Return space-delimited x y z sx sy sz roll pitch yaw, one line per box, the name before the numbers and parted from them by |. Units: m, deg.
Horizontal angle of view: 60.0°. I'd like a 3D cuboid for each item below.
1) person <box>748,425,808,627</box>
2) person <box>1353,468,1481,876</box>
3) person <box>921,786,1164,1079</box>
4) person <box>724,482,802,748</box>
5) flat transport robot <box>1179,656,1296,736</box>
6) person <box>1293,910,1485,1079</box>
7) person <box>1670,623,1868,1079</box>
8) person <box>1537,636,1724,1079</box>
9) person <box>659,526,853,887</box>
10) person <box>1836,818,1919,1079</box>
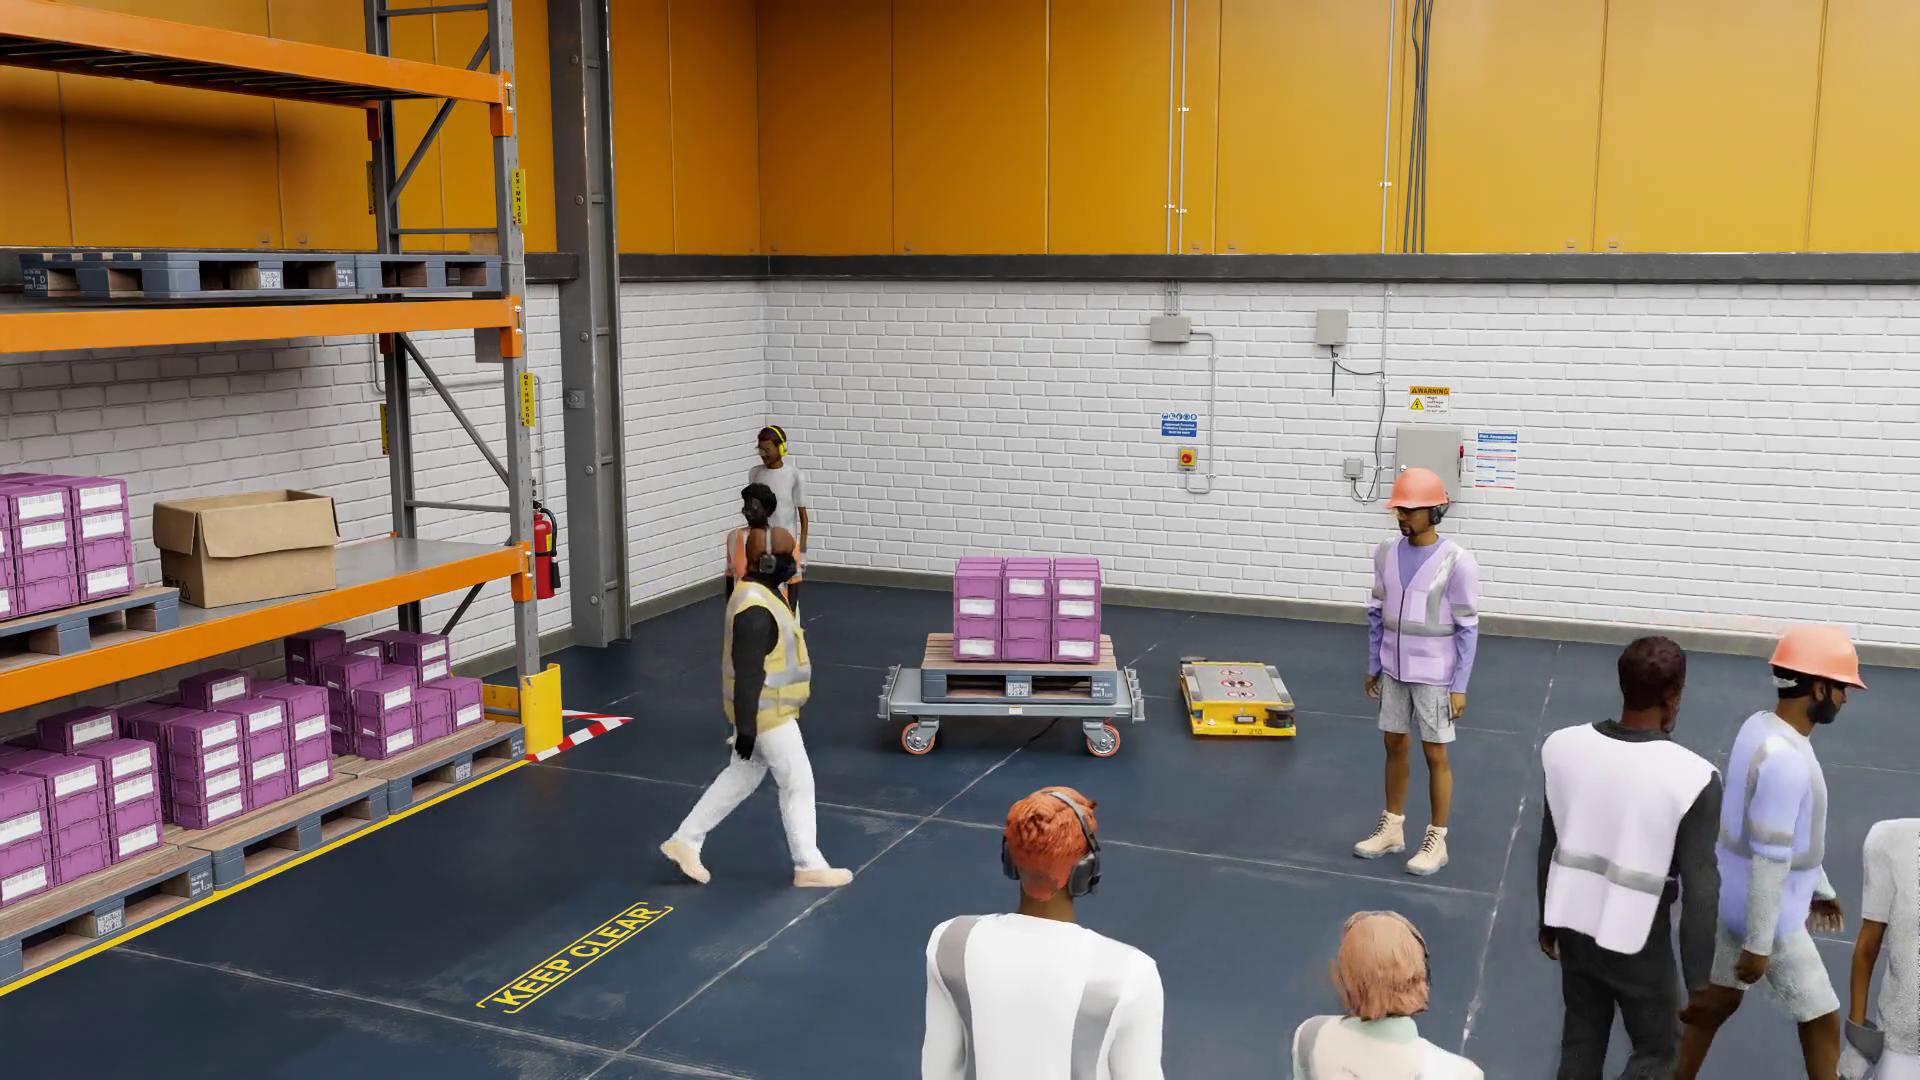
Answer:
person | -1.371 0.073 12.380 0.520 1.865 0.333 4 10 24
person | 2.272 0.653 8.319 0.396 2.042 0.610 -7 12 -36
person | 0.193 1.482 3.785 0.574 1.882 0.358 4 10 25
person | -1.243 0.481 10.405 0.532 1.697 0.322 4 10 24
flat transport robot | 1.861 1.047 11.287 0.652 0.197 1.431 1 10 4
person | 0.902 1.633 3.736 0.808 1.593 0.508 -6 11 -31
person | 2.784 1.210 5.459 0.951 1.879 0.538 2 10 12
person | 2.052 1.243 5.201 0.462 1.895 0.635 -7 12 -37
person | -1.023 0.819 8.066 0.902 1.811 0.623 -1 9 -7
person | 2.642 1.378 4.445 0.520 1.873 0.333 4 10 24
